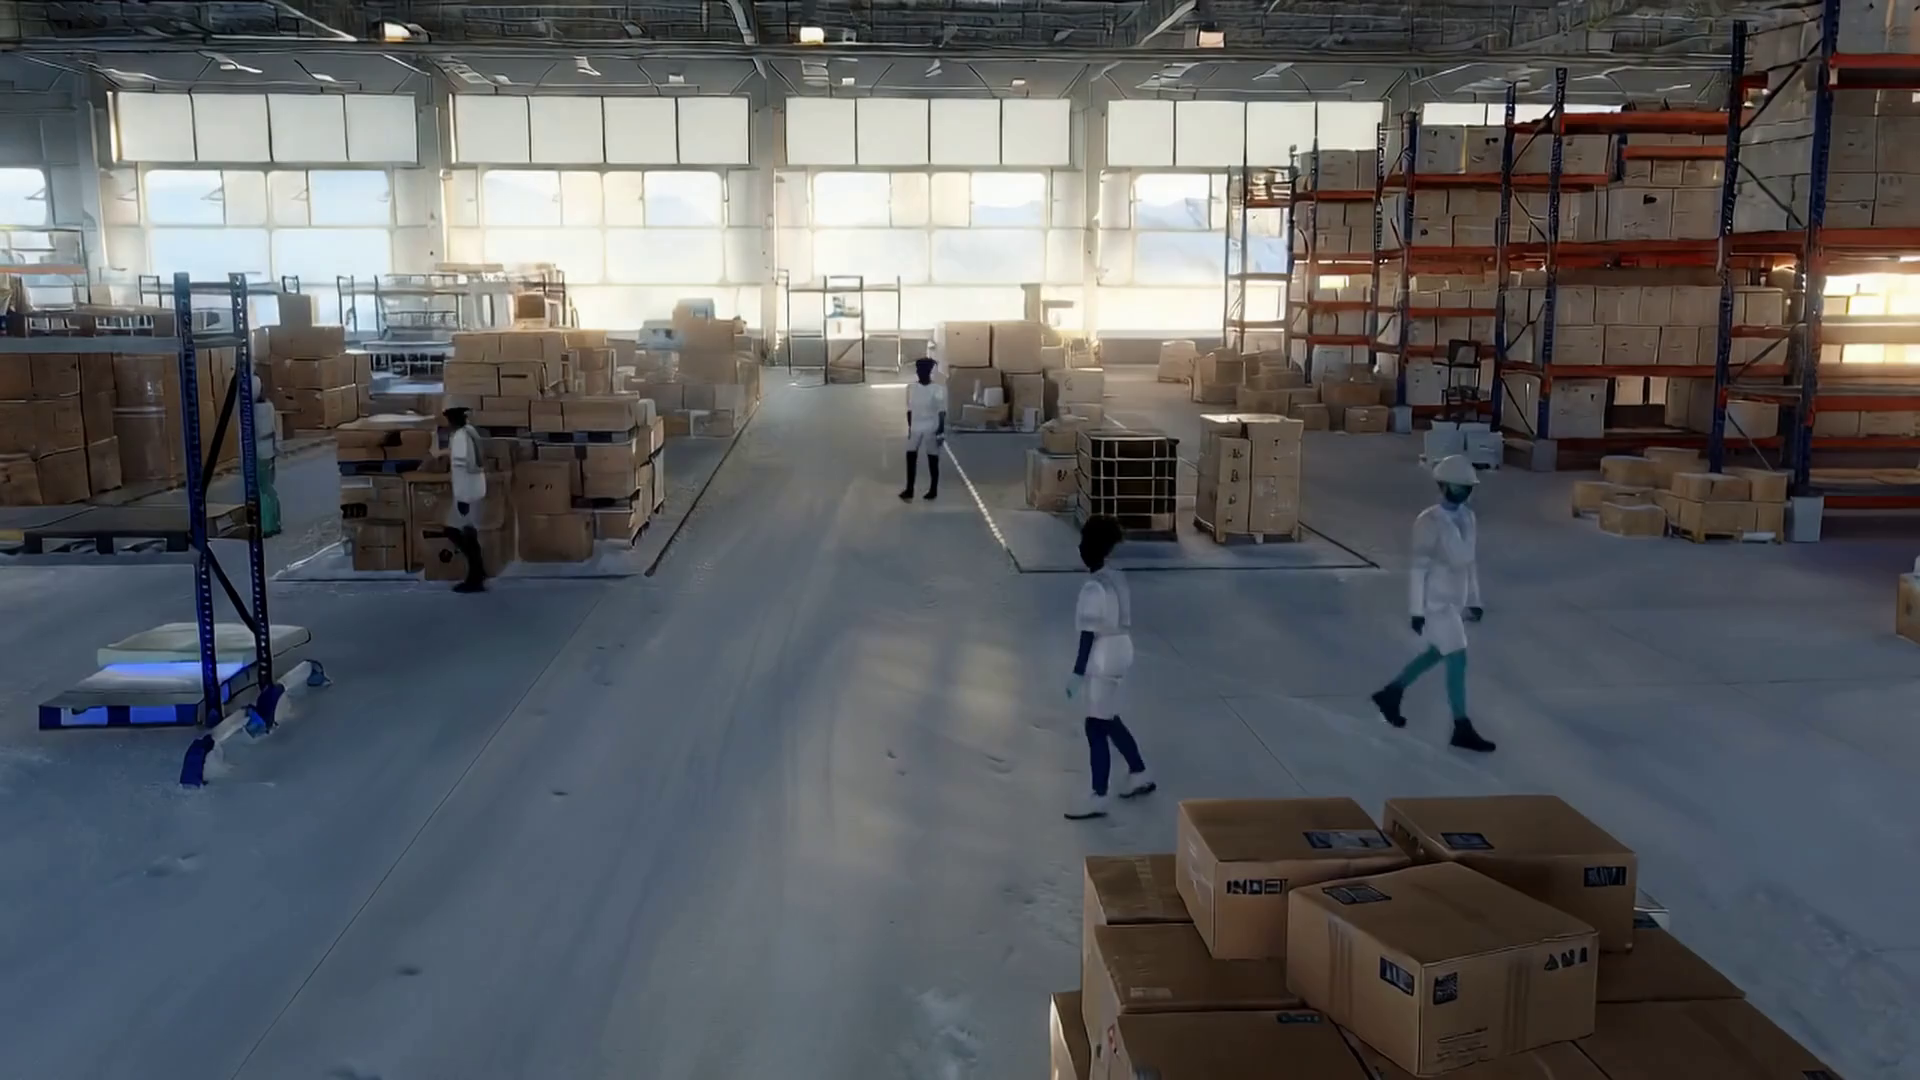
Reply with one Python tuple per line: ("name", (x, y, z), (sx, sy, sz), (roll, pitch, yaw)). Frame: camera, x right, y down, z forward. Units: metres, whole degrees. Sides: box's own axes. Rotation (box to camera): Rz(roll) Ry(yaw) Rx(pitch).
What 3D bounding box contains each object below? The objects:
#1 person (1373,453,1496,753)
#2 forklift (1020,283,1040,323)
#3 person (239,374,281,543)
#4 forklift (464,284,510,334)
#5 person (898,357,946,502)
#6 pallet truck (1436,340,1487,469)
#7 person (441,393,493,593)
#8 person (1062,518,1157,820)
("person", (3.096, 0.365, 10.817), (0.554, 1.904, 0.935), (-8, 12, -41))
("forklift", (1.705, -4.778, 40.033), (1.873, 2.768, 1.129), (-1, 9, -4))
("person", (-7.923, -0.918, 18.809), (0.375, 1.915, 0.598), (1, 9, 4))
("forklift", (-10.261, -4.176, 36.254), (1.129, 2.768, 1.873), (2, 9, 11))
("person", (-0.529, -1.451, 22.066), (0.646, 1.937, 0.832), (5, 10, 29))
("pallet truck", (8.004, -2.170, 26.422), (0.823, 1.965, 1.885), (2, 9, 14))
("person", (-4.725, -0.442, 15.840), (0.407, 1.905, 0.585), (0, 9, -2))
("person", (0.848, 0.723, 9.269), (0.440, 1.682, 0.646), (2, 9, 13))
